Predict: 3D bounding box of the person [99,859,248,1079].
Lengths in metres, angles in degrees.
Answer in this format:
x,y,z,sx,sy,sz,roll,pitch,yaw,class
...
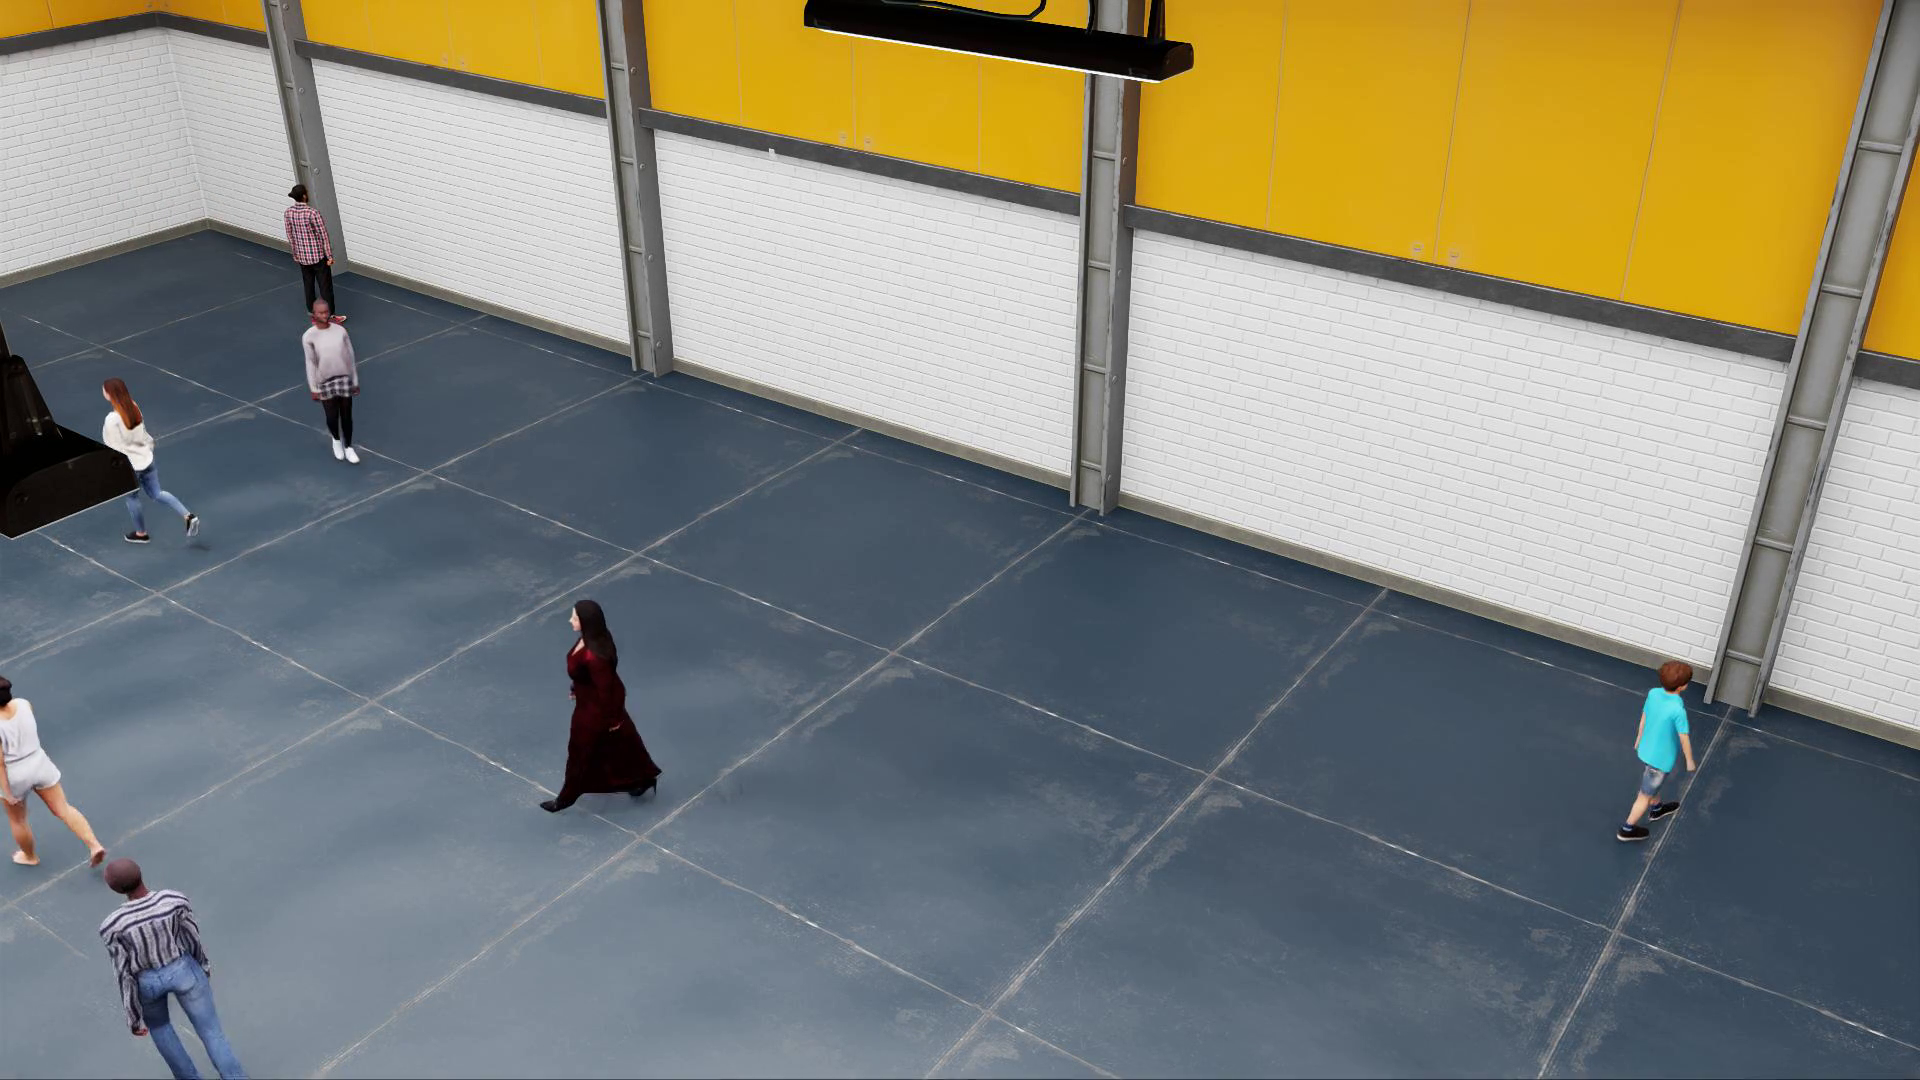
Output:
x,y,z,sx,sy,sz,roll,pitch,yaw,class
-4.384,2.539,9.306,0.912,1.758,0.898,-14,31,-23,person

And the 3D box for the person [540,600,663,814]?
x,y,z,sx,sy,sz,roll,pitch,yaw,class
-2.460,1.179,11.843,1.183,1.716,1.119,-4,29,-8,person

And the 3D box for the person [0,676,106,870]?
x,y,z,sx,sy,sz,roll,pitch,yaw,class
-6.241,1.596,11.224,1.029,1.577,0.687,12,31,20,person

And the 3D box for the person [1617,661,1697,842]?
x,y,z,sx,sy,sz,roll,pitch,yaw,class
4.809,1.486,11.579,0.869,1.431,0.820,-6,29,-11,person

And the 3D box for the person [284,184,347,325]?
x,y,z,sx,sy,sz,roll,pitch,yaw,class
-7.938,-3.501,20.375,0.666,1.761,0.835,6,29,11,person

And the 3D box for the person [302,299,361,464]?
x,y,z,sx,sy,sz,roll,pitch,yaw,class
-6.409,-1.633,16.951,0.732,1.762,0.747,-20,34,-32,person

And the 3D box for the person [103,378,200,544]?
x,y,z,sx,sy,sz,roll,pitch,yaw,class
-7.513,-0.686,15.312,1.118,1.668,0.892,6,29,11,person
